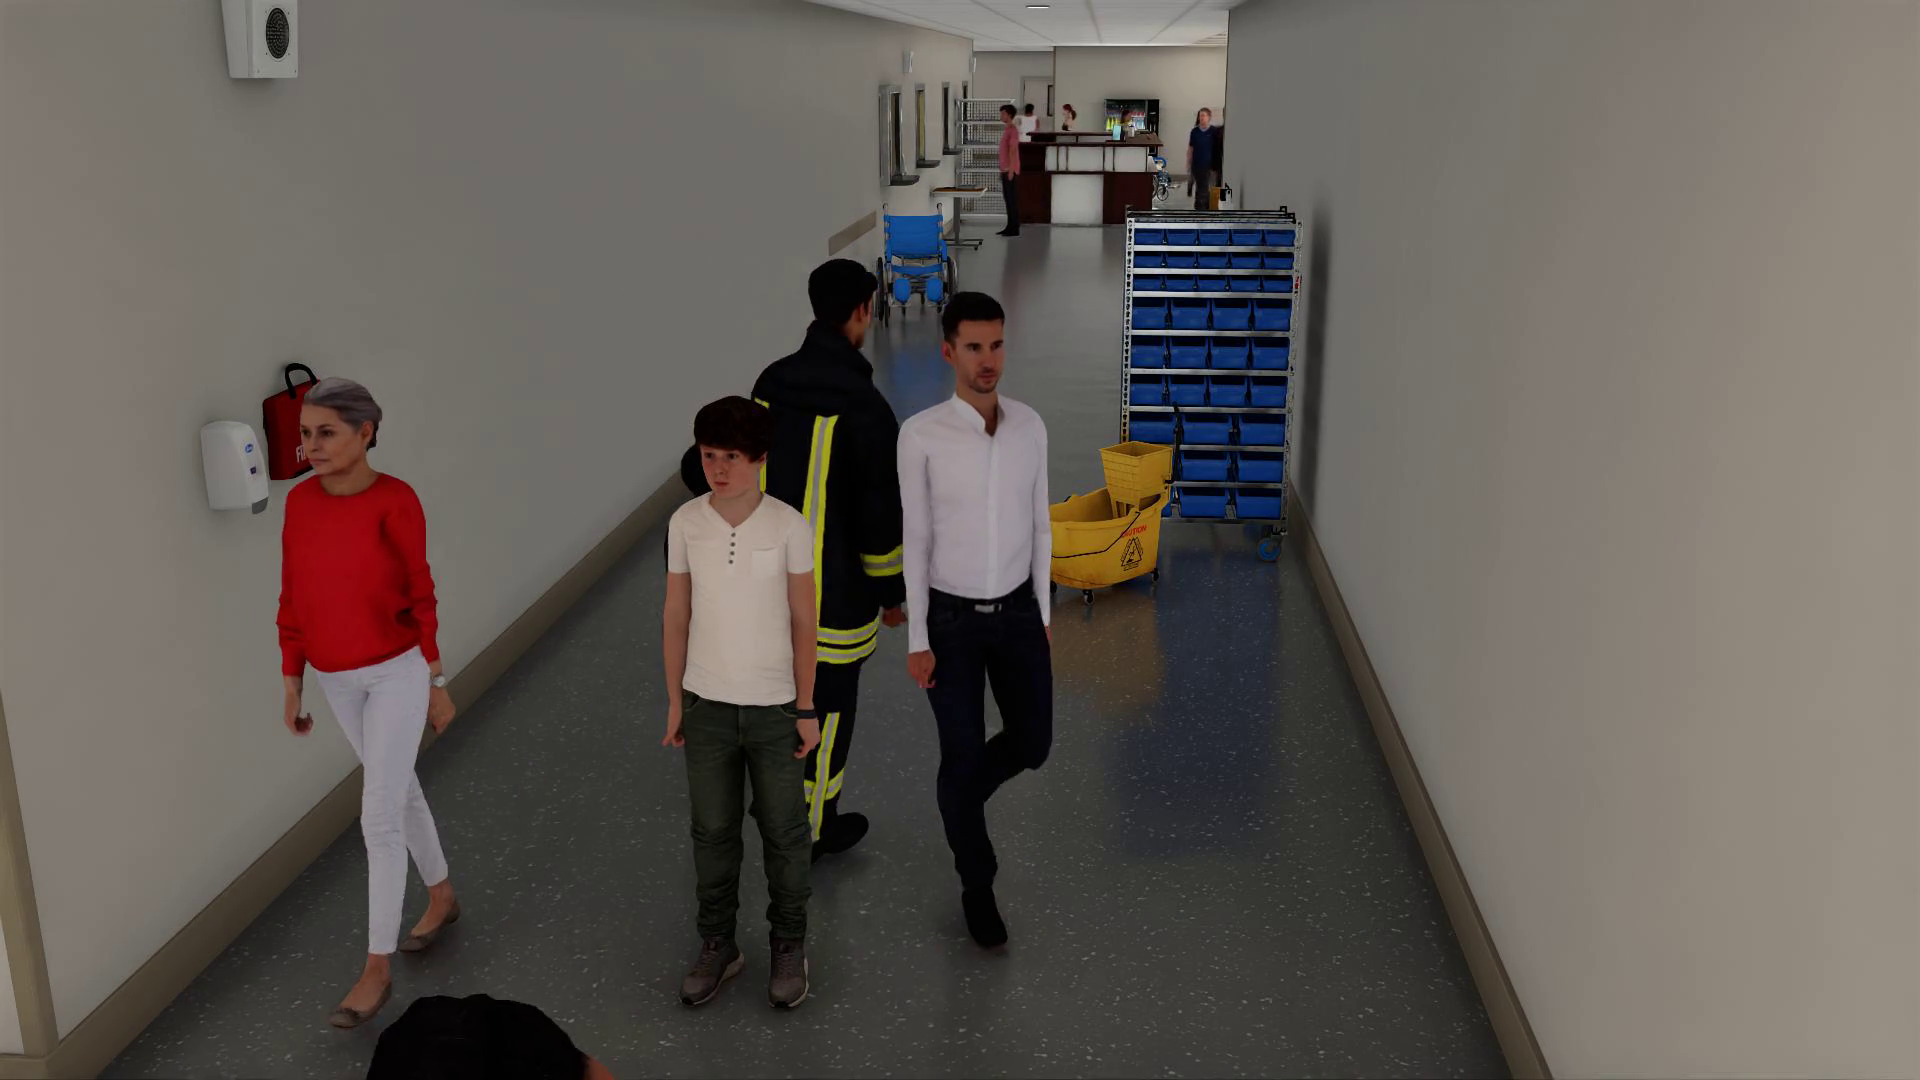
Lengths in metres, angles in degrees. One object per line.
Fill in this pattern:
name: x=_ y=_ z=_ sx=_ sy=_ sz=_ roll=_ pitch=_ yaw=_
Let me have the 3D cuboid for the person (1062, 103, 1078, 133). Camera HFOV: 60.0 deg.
person: x=2.361 y=-8.333 z=35.289 sx=1.057 sy=1.765 sz=0.560 roll=1 pitch=16 yaw=3

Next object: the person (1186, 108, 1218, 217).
person: x=4.033 y=-6.124 z=27.365 sx=1.242 sy=1.811 sz=1.083 roll=9 pitch=18 yaw=29

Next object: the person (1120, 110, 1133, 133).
person: x=3.275 y=-7.832 z=33.668 sx=0.836 sy=1.680 sz=0.767 roll=8 pitch=18 yaw=26

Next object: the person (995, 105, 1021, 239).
person: x=0.773 y=-5.588 z=25.196 sx=0.666 sy=1.958 sz=0.696 roll=-4 pitch=16 yaw=-13

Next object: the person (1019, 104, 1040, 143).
person: x=1.671 y=-9.764 z=40.530 sx=0.751 sy=1.674 sz=0.813 roll=5 pitch=17 yaw=18

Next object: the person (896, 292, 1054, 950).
person: x=0.022 y=0.201 z=4.858 sx=0.901 sy=1.852 sz=0.887 roll=-6 pitch=17 yaw=-20

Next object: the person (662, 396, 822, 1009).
person: x=-0.569 y=0.429 z=4.411 sx=0.458 sy=1.655 sz=0.624 roll=2 pitch=16 yaw=6

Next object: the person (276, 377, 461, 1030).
person: x=-1.564 y=0.375 z=4.577 sx=0.924 sy=1.670 sz=0.706 roll=4 pitch=16 yaw=14

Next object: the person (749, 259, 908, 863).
person: x=-0.495 y=0.113 z=5.084 sx=0.994 sy=1.898 sz=0.912 roll=-15 pitch=22 yaw=-42
